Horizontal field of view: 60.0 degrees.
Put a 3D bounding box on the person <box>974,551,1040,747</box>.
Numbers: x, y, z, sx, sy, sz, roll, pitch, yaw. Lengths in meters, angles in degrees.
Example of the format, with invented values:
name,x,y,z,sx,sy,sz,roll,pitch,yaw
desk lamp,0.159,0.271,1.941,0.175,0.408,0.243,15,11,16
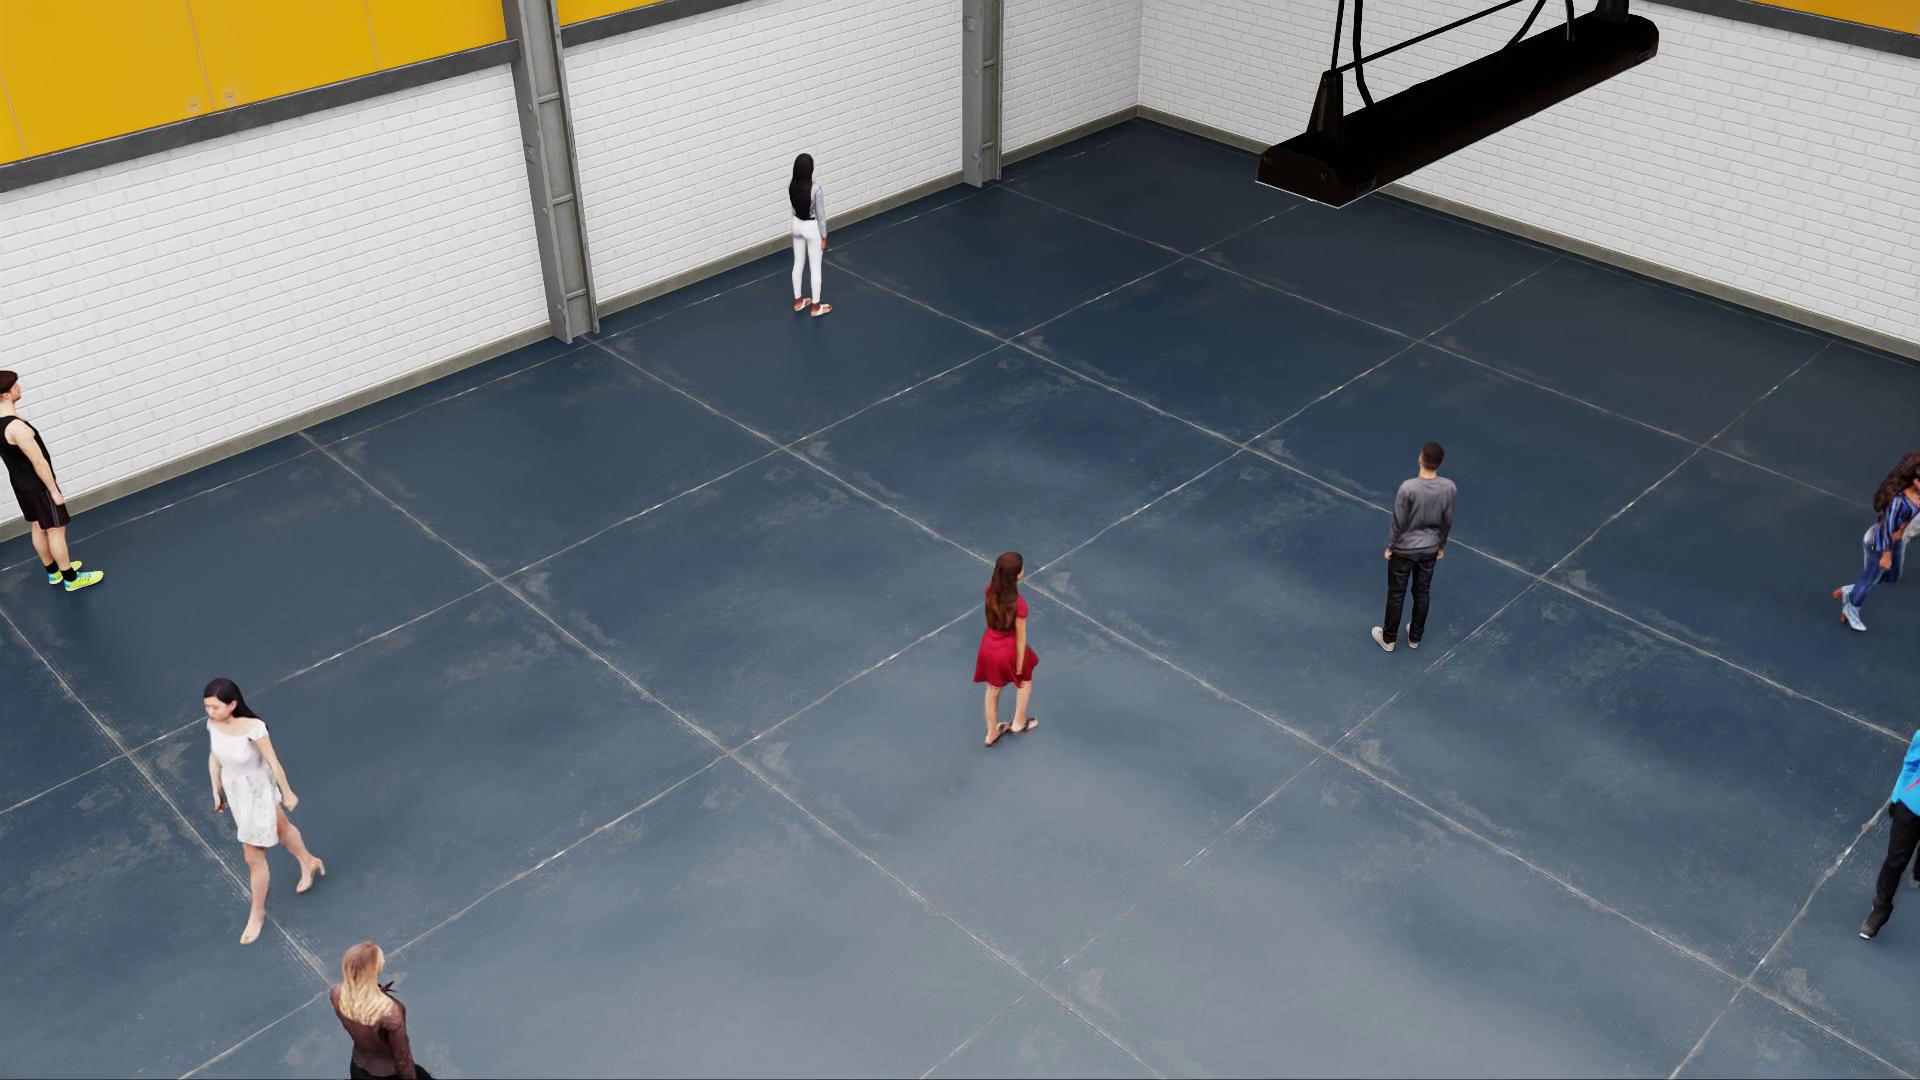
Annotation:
name,x,y,z,sx,sy,sz,roll,pitch,yaw
person,0.258,0.781,11.399,0.599,1.538,0.695,20,38,27

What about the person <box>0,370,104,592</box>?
name,x,y,z,sx,sy,sz,roll,pitch,yaw
person,-7.207,-0.455,12.941,0.740,1.891,0.650,20,38,27

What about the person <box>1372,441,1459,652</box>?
name,x,y,z,sx,sy,sz,roll,pitch,yaw
person,3.367,0.050,12.297,0.674,1.761,0.761,-4,34,-6

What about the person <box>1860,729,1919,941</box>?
name,x,y,z,sx,sy,sz,roll,pitch,yaw
person,5.831,1.609,9.942,1.010,1.772,0.614,-29,43,-36

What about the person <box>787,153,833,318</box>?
name,x,y,z,sx,sy,sz,roll,pitch,yaw
person,-1.572,-3.162,17.164,0.624,1.724,0.568,20,39,28

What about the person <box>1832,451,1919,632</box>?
name,x,y,z,sx,sy,sz,roll,pitch,yaw
person,6.883,-0.007,12.517,0.709,1.613,0.612,28,43,35

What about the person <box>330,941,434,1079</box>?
name,x,y,z,sx,sy,sz,roll,pitch,yaw
person,-2.938,2.739,8.335,0.881,1.669,1.123,14,36,20

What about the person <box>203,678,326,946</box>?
name,x,y,z,sx,sy,sz,roll,pitch,yaw
person,-4.211,1.508,10.113,0.847,1.750,1.054,14,36,20
